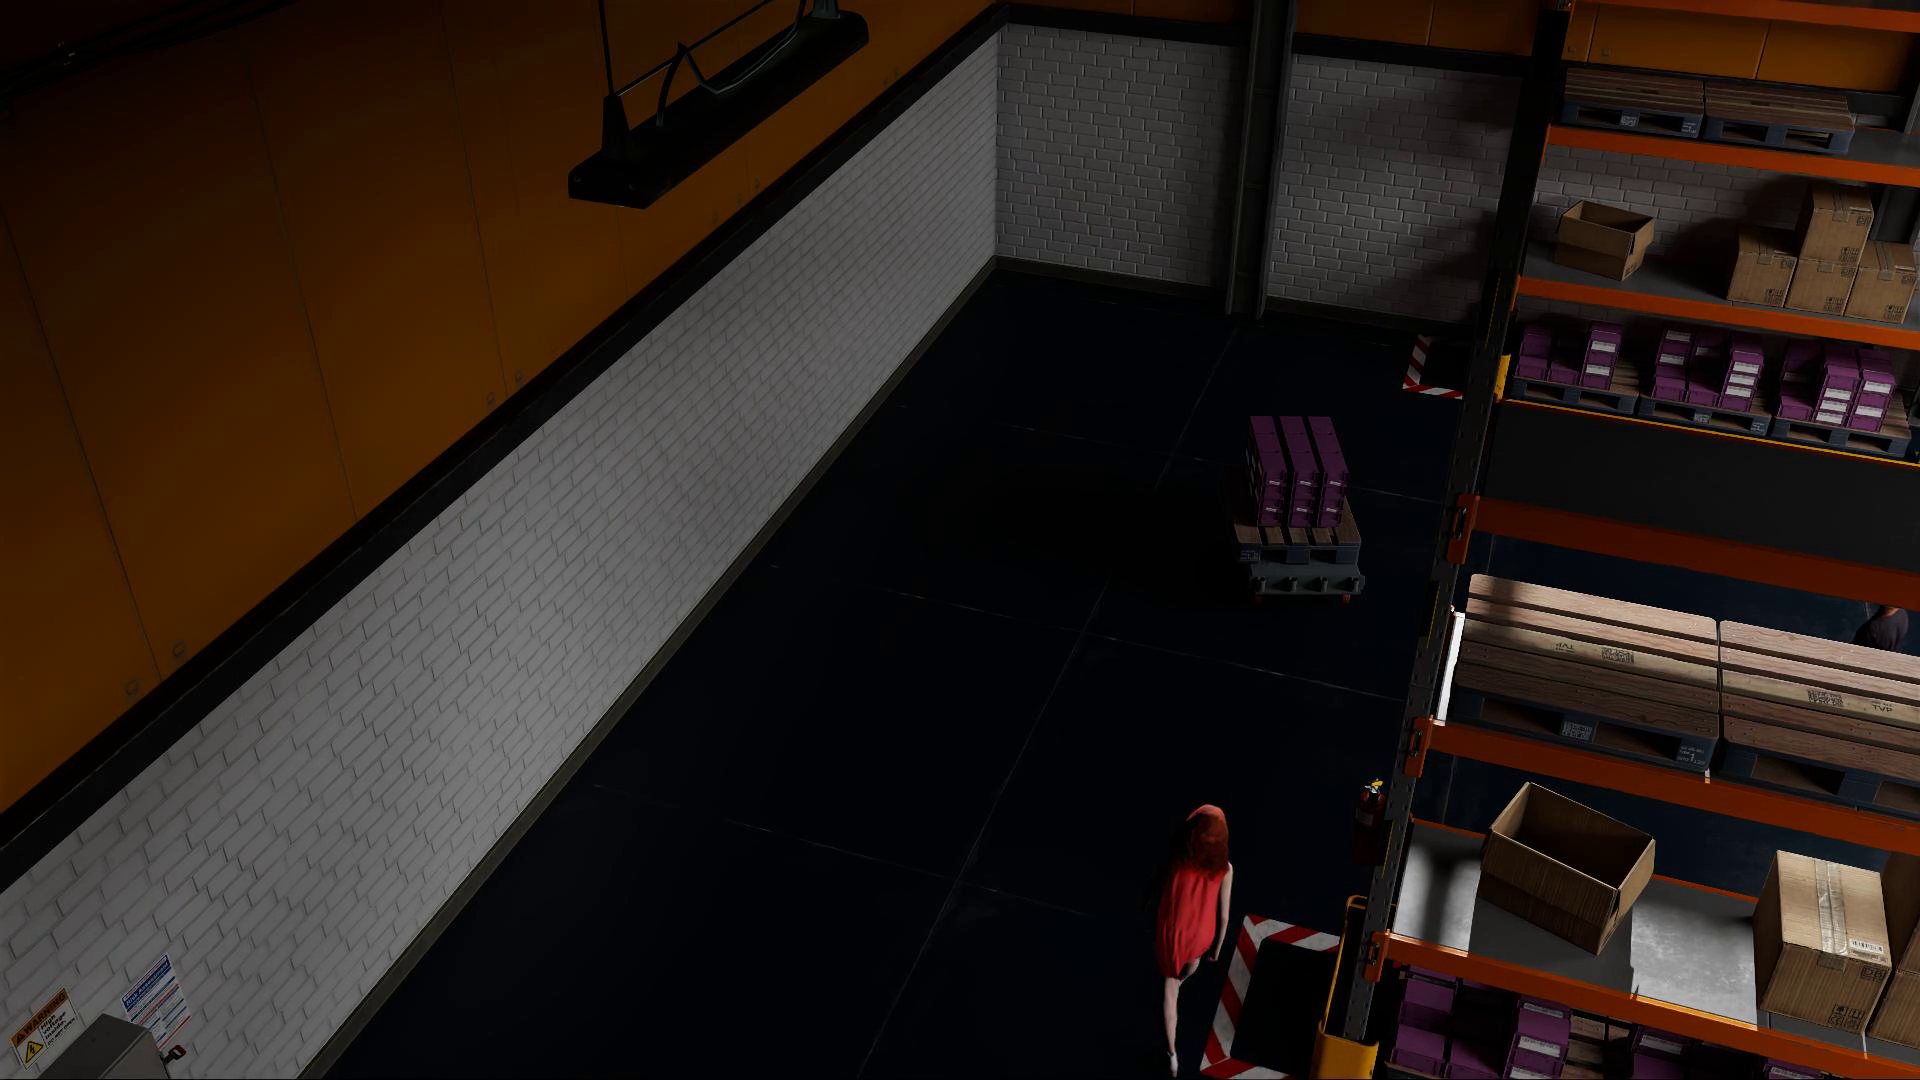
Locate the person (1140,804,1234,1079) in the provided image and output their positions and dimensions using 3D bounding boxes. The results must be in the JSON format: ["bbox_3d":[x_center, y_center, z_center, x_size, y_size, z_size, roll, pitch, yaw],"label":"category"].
[{"bbox_3d":[1.287,2.338,9.455,1.080,1.779,0.900,0,34,0],"label":"person"}]
